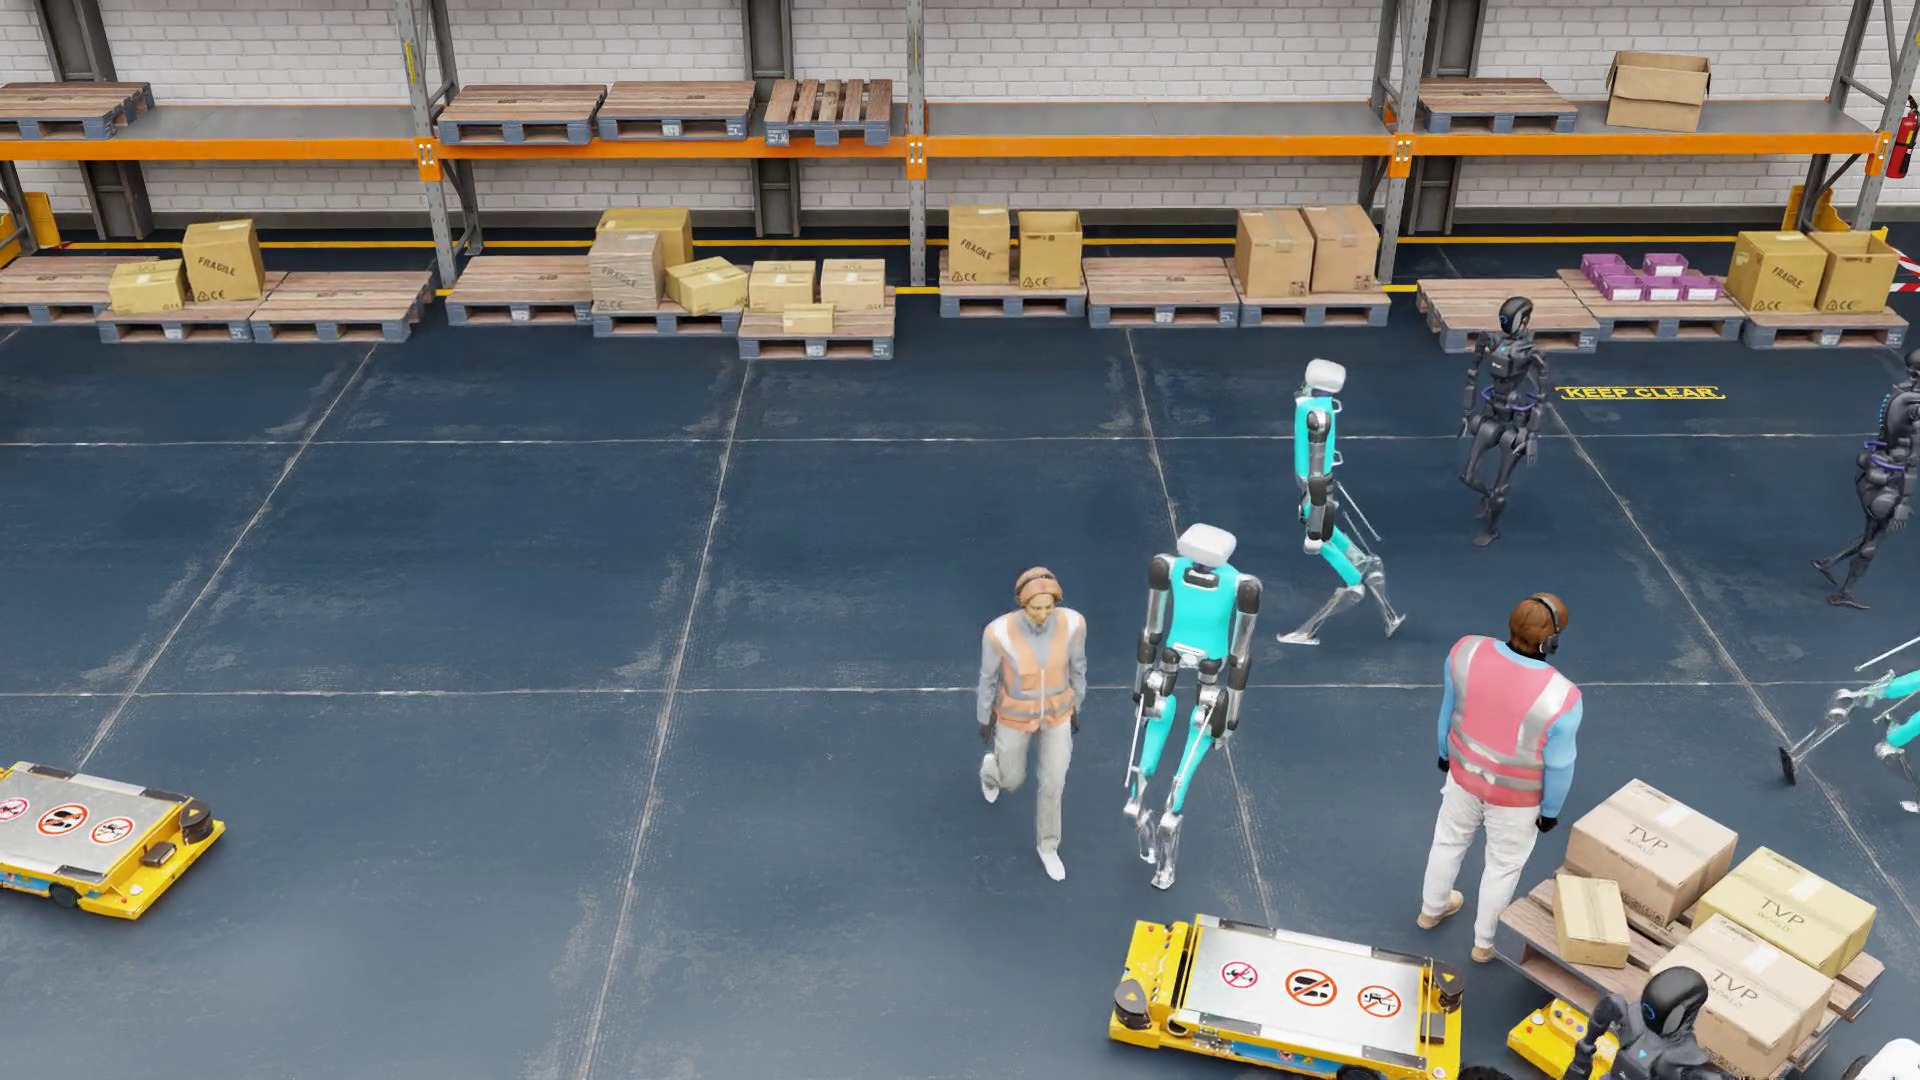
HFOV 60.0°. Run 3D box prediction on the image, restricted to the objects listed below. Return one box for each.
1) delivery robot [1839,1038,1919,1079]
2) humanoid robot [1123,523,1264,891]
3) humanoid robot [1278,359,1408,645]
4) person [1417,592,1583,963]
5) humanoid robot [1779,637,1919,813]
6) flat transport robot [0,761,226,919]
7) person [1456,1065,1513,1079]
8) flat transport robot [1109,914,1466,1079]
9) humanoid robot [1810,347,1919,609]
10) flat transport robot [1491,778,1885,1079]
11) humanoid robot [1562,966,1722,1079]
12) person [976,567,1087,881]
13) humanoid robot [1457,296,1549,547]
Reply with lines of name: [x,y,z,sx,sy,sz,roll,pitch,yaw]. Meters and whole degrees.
delivery robot: [3.564,2.262,6.384,0.814,0.612,0.499,-23,38,-33]
humanoid robot: [0.978,0.863,7.586,0.531,1.806,0.789,14,34,22]
humanoid robot: [2.241,-0.134,9.245,0.896,1.812,0.550,3,31,5]
person: [2.336,1.021,7.199,0.431,1.837,0.630,-26,39,-36]
humanoid robot: [4.532,0.578,8.043,0.948,1.762,0.545,8,32,12]
flat transport robot: [-4.382,1.425,8.039,1.431,0.231,0.659,8,32,14]
person: [1.558,2.242,5.304,0.537,1.677,0.689,16,34,24]
flat transport robot: [1.406,1.981,7.113,1.431,0.231,0.659,8,32,13]
humanoid robot: [5.332,-0.349,9.619,0.404,1.645,0.600,6,31,10]
flat transport robot: [3.058,1.958,7.151,1.431,0.231,0.659,-23,38,-33]
humanoid robot: [2.274,2.055,5.630,0.398,1.649,0.591,-18,35,-27]
person: [0.318,0.790,7.791,0.516,1.615,0.631,-8,32,-12]
humanoid robot: [3.381,-0.735,10.268,0.408,1.650,0.589,-23,38,-34]
